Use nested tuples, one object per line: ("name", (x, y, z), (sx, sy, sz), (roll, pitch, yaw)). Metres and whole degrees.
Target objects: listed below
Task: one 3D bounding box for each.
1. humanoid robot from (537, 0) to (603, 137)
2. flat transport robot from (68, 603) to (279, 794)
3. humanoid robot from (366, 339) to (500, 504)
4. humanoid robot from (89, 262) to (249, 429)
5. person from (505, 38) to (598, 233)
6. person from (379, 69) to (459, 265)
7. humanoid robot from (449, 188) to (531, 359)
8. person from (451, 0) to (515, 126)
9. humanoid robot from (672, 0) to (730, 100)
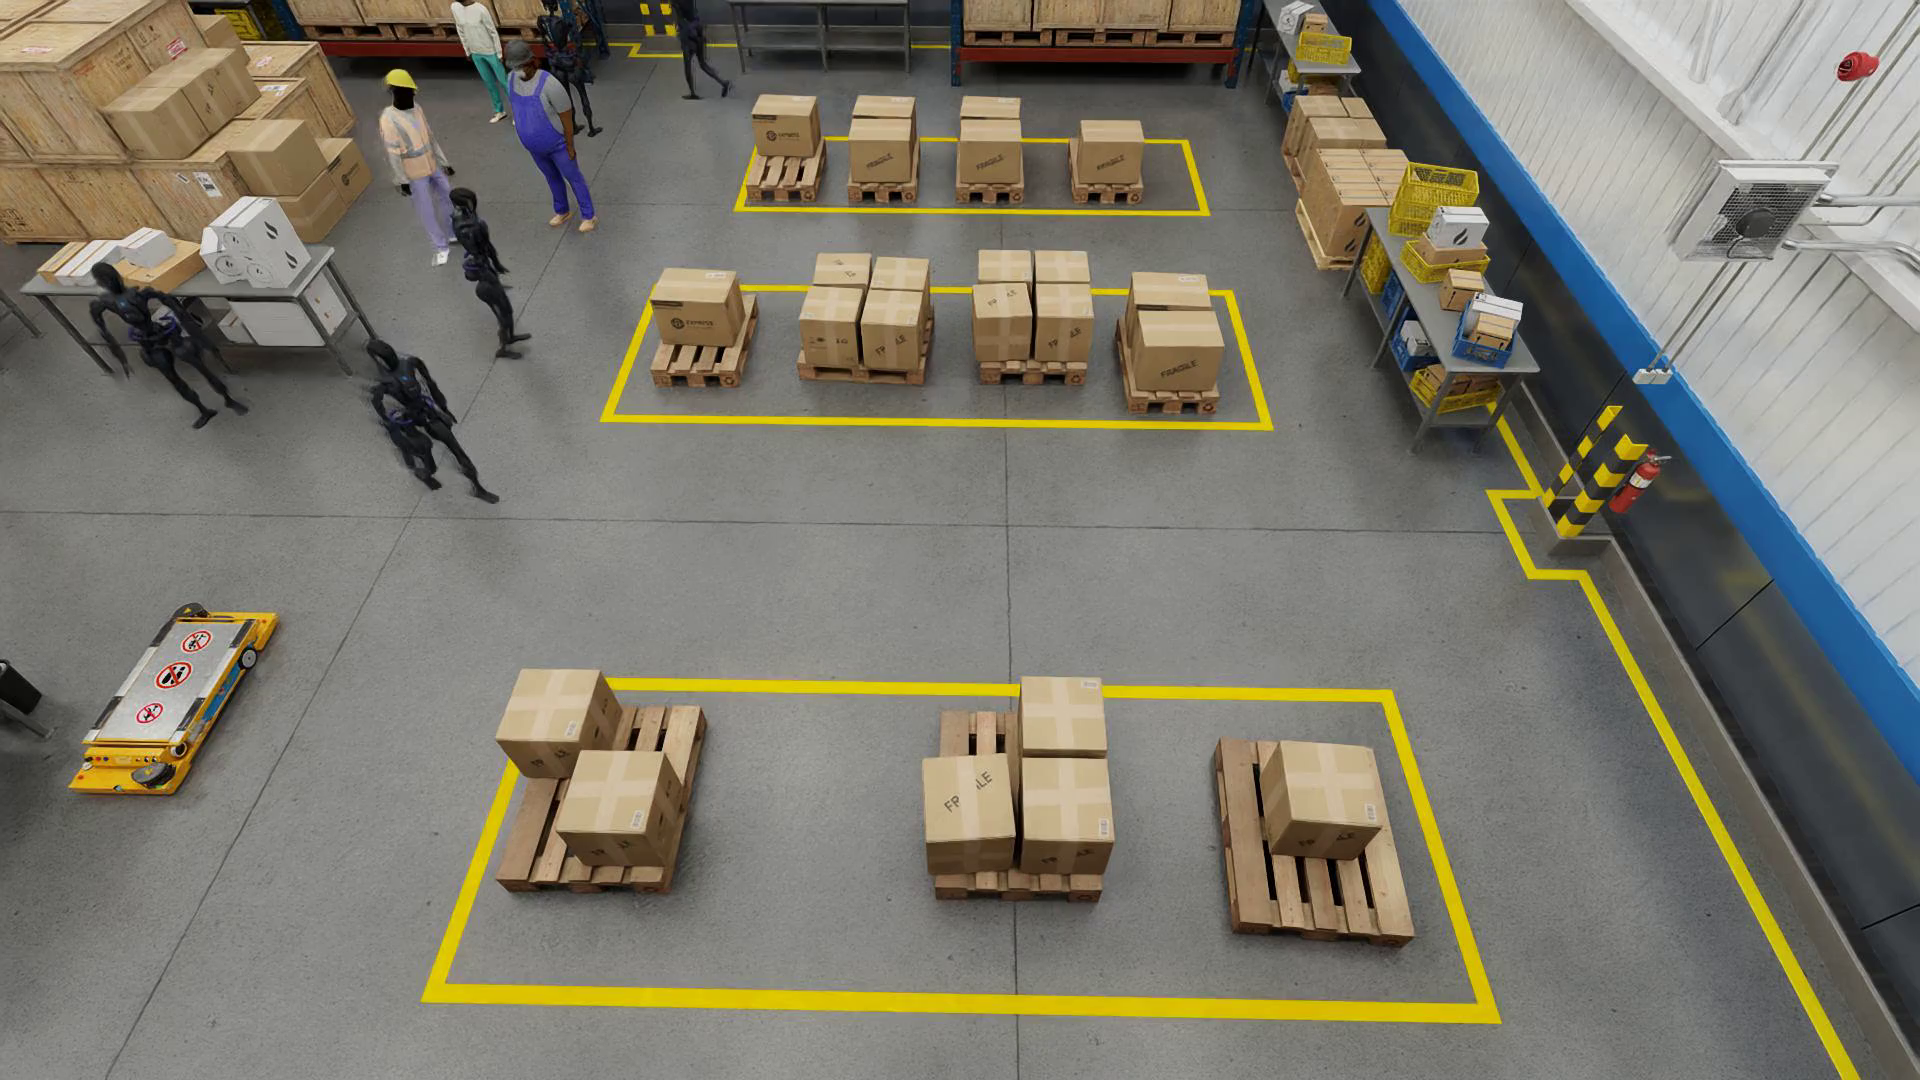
("humanoid robot", (-4.917, -5.938, 11.467), (0.582, 1.651, 0.333), (12, 51, 10))
("flat transport robot", (-5.504, 1.072, 6.442), (0.652, 0.197, 1.431), (1, 50, 1))
("humanoid robot", (-4.301, -0.921, 7.243), (0.698, 1.630, 0.577), (20, 53, 16))
("humanoid robot", (-6.832, -1.660, 7.846), (0.667, 1.652, 0.326), (-22, 53, -18))
("person", (-4.446, -4.301, 9.847), (0.682, 2.000, 0.539), (15, 51, 13))
("person", (-5.638, -3.859, 9.584), (0.381, 1.875, 0.725), (9, 50, 8))
("humanoid robot", (-4.420, -2.498, 8.557), (0.449, 1.642, 0.628), (-13, 51, -11))
("person", (-6.039, -6.179, 11.613), (0.531, 1.767, 0.308), (9, 50, 8))
("humanoid robot", (-3.507, -6.670, 12.095), (0.619, 1.644, 0.585), (10, 51, 9))
